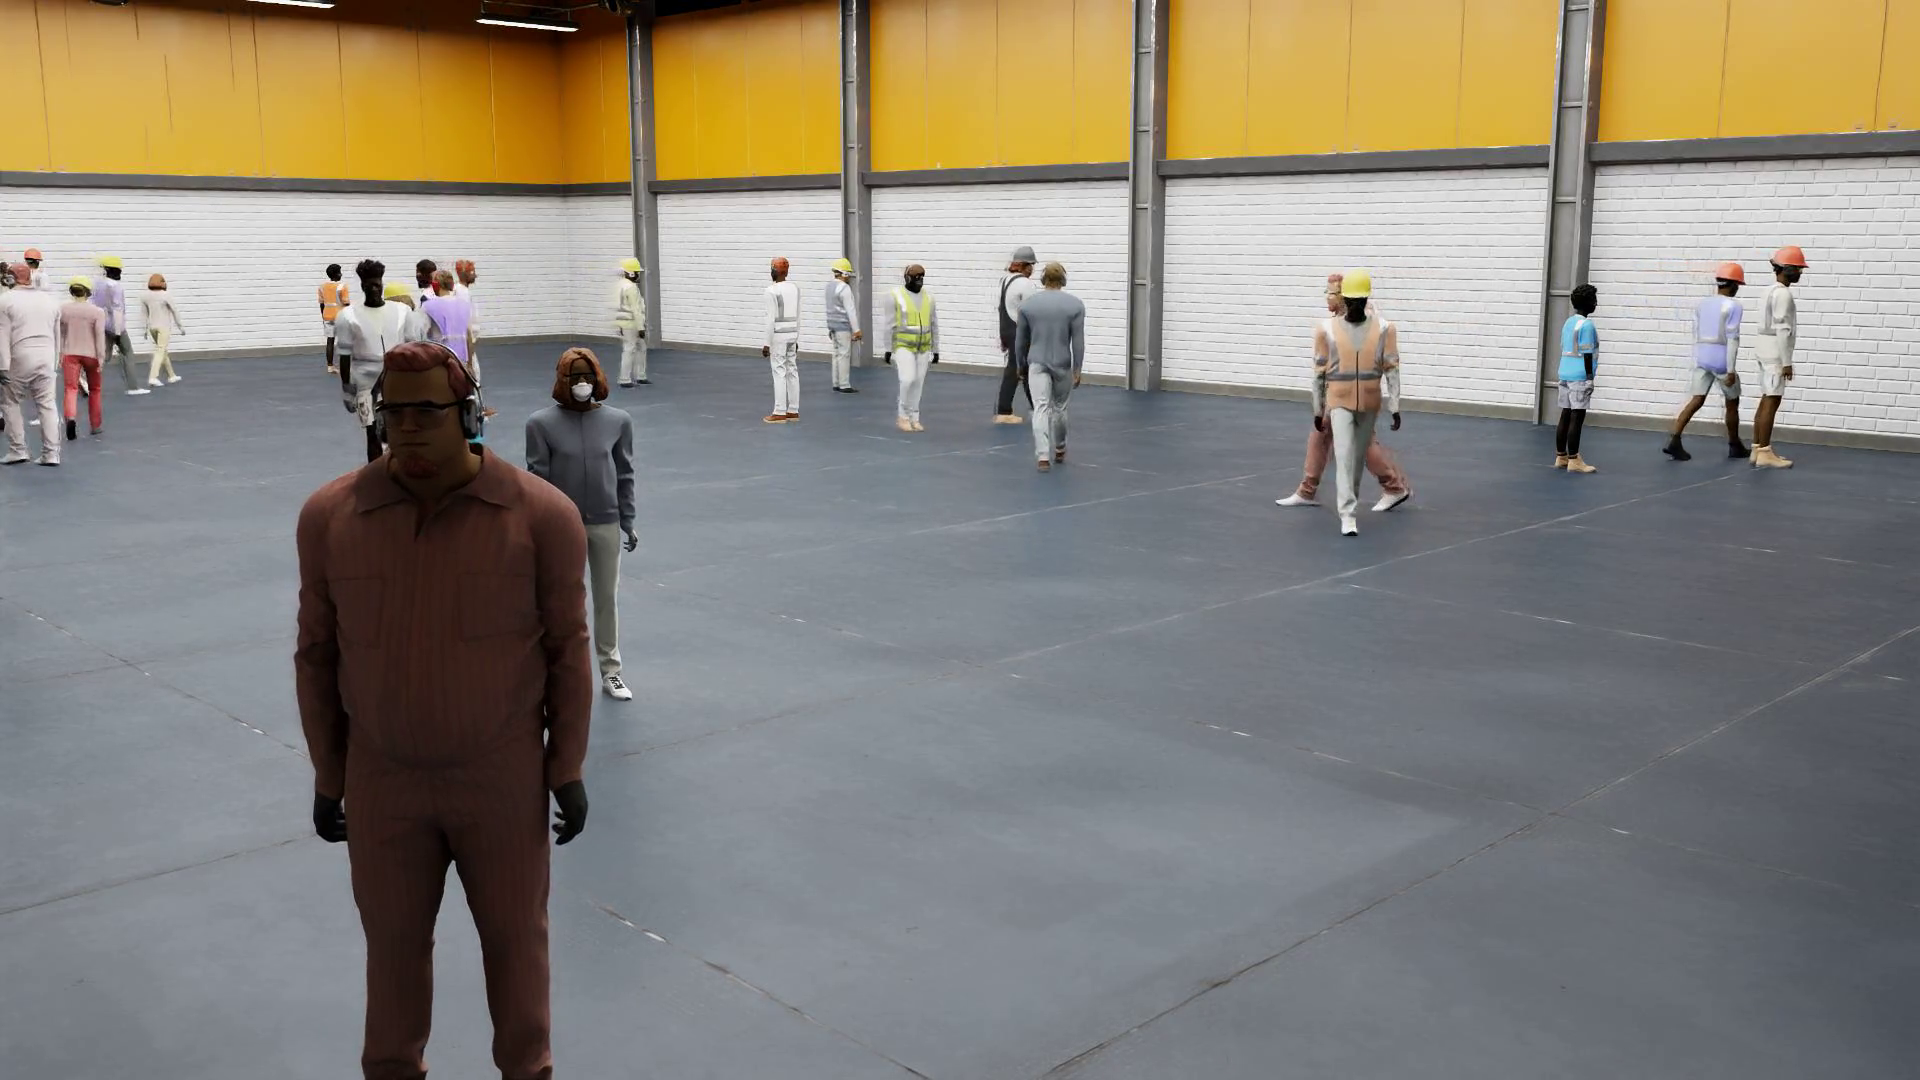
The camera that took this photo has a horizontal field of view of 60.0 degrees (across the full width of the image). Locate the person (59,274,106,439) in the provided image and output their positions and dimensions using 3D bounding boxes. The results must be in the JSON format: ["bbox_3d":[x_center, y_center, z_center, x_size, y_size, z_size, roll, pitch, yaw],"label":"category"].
[{"bbox_3d":[-9.306,-1.934,17.575,0.535,1.730,0.837,-3,11,-14],"label":"person"}]

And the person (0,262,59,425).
[{"bbox_3d":[-10.590,-2.178,18.592,0.849,1.824,0.541,-6,12,-30],"label":"person"}]

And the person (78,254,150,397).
[{"bbox_3d":[-11.293,-2.840,22.038,0.602,1.899,0.871,7,12,33],"label":"person"}]

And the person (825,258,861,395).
[{"bbox_3d":[-1.583,-2.855,22.296,0.404,1.828,0.607,-6,12,-29],"label":"person"}]

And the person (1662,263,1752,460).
[{"bbox_3d":[7.157,-1.689,15.816,1.014,1.882,0.550,-4,11,-22],"label":"person"}]

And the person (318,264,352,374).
[{"bbox_3d":[-9.600,-3.400,25.610,0.540,1.699,0.317,3,11,16],"label":"person"}]

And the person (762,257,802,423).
[{"bbox_3d":[-2.034,-2.271,18.959,0.356,1.883,0.574,7,12,33],"label":"person"}]

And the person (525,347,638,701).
[{"bbox_3d":[-1.712,-0.058,7.572,0.499,1.633,0.286,-5,12,-26],"label":"person"}]

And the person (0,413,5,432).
[{"bbox_3d":[-10.688,-2.076,17.892,1.060,1.871,0.654,0,10,0],"label":"person"}]

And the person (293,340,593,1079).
[{"bbox_3d":[-1.147,0.512,3.720,0.642,1.909,0.399,-1,10,-5],"label":"person"}]

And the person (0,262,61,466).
[{"bbox_3d":[-8.687,-1.624,15.423,0.717,1.877,0.688,5,12,27],"label":"person"}]

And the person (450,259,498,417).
[{"bbox_3d":[-5.841,-2.319,19.299,0.785,1.863,0.577,-5,12,-26],"label":"person"}]

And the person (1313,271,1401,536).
[{"bbox_3d":[2.862,-0.997,12.047,0.606,1.883,0.995,1,10,4],"label":"person"}]

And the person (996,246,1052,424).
[{"bbox_3d":[0.795,-2.352,18.968,0.947,2.000,0.703,-3,11,-17],"label":"person"}]

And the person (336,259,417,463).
[{"bbox_3d":[-4.567,-1.236,13.128,0.648,1.949,0.473,-6,12,-31],"label":"person"}]

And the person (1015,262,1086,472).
[{"bbox_3d":[0.830,-1.599,15.281,0.648,1.883,1.018,1,10,5],"label":"person"}]

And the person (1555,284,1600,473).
[{"bbox_3d":[5.585,-1.455,15.018,0.318,1.697,0.535,0,10,-2],"label":"person"}]

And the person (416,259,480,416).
[{"bbox_3d":[-5.872,-2.204,18.660,1.018,1.870,0.594,1,10,7],"label":"person"}]

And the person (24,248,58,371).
[{"bbox_3d":[-14.487,-3.599,26.085,0.541,1.929,0.383,0,10,1],"label":"person"}]

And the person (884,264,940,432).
[{"bbox_3d":[-0.495,-2.068,18.004,0.654,1.823,0.505,-7,12,-33],"label":"person"}]

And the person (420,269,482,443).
[{"bbox_3d":[-5.065,-1.762,16.425,0.963,1.805,0.590,6,12,28],"label":"person"}]

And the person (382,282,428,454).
[{"bbox_3d":[-5.191,-1.536,15.447,0.906,1.685,0.499,3,11,18],"label":"person"}]

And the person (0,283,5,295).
[{"bbox_3d":[-13.843,-3.165,23.666,0.642,1.937,1.008,10,14,44],"label":"person"}]

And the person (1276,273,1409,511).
[{"bbox_3d":[3.027,-1.142,12.898,0.974,1.854,0.655,1,10,5],"label":"person"}]

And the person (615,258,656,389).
[{"bbox_3d":[-4.462,-2.995,23.101,0.681,1.806,0.616,-4,11,-23],"label":"person"}]

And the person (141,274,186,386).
[{"bbox_3d":[-11.431,-3.007,23.786,0.511,1.589,0.869,2,11,12],"label":"person"}]

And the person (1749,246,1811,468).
[{"bbox_3d":[7.554,-1.677,15.333,0.402,2.039,0.612,3,11,17],"label":"person"}]
